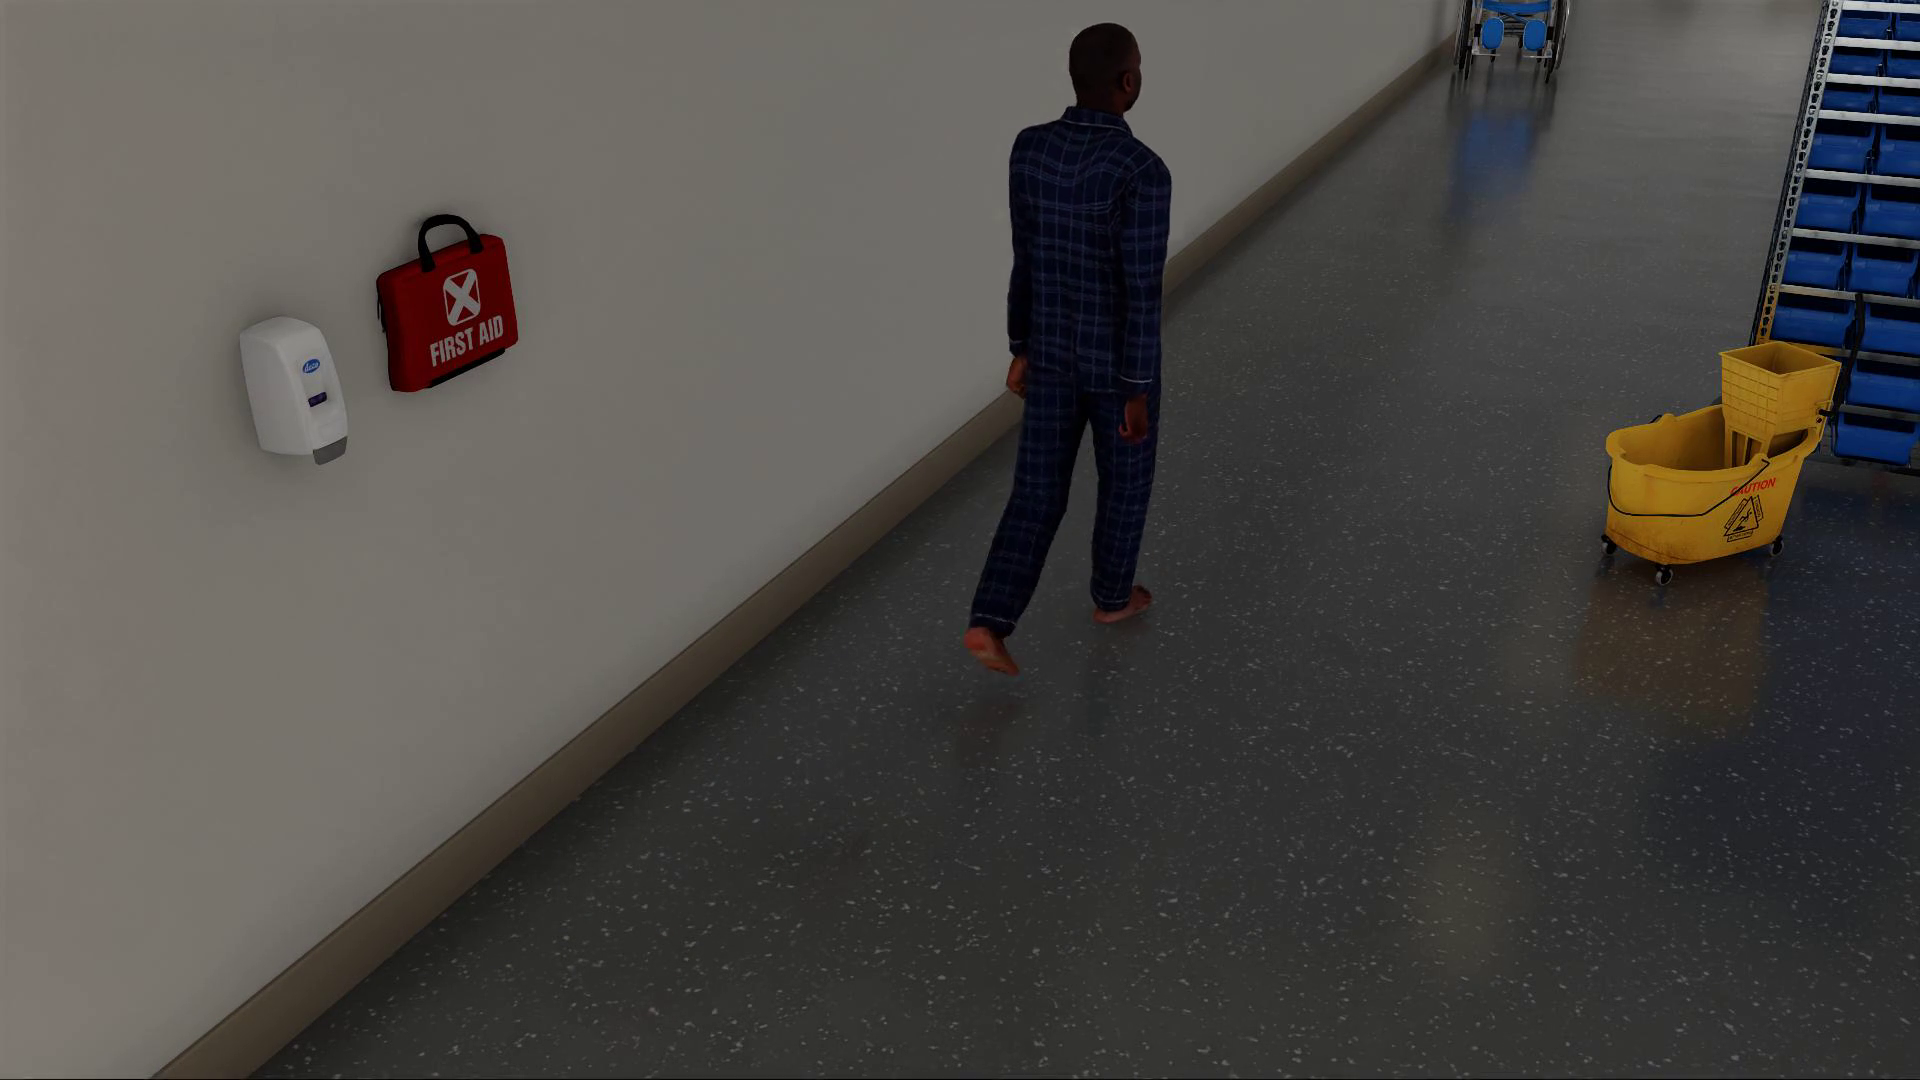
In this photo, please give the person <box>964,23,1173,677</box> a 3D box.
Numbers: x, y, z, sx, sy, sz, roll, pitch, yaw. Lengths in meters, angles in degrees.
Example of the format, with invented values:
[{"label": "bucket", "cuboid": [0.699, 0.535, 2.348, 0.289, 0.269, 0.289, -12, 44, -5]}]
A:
[{"label": "person", "cuboid": [0.291, -0.454, 4.545, 1.101, 1.787, 0.876, 18, 31, 32]}]
